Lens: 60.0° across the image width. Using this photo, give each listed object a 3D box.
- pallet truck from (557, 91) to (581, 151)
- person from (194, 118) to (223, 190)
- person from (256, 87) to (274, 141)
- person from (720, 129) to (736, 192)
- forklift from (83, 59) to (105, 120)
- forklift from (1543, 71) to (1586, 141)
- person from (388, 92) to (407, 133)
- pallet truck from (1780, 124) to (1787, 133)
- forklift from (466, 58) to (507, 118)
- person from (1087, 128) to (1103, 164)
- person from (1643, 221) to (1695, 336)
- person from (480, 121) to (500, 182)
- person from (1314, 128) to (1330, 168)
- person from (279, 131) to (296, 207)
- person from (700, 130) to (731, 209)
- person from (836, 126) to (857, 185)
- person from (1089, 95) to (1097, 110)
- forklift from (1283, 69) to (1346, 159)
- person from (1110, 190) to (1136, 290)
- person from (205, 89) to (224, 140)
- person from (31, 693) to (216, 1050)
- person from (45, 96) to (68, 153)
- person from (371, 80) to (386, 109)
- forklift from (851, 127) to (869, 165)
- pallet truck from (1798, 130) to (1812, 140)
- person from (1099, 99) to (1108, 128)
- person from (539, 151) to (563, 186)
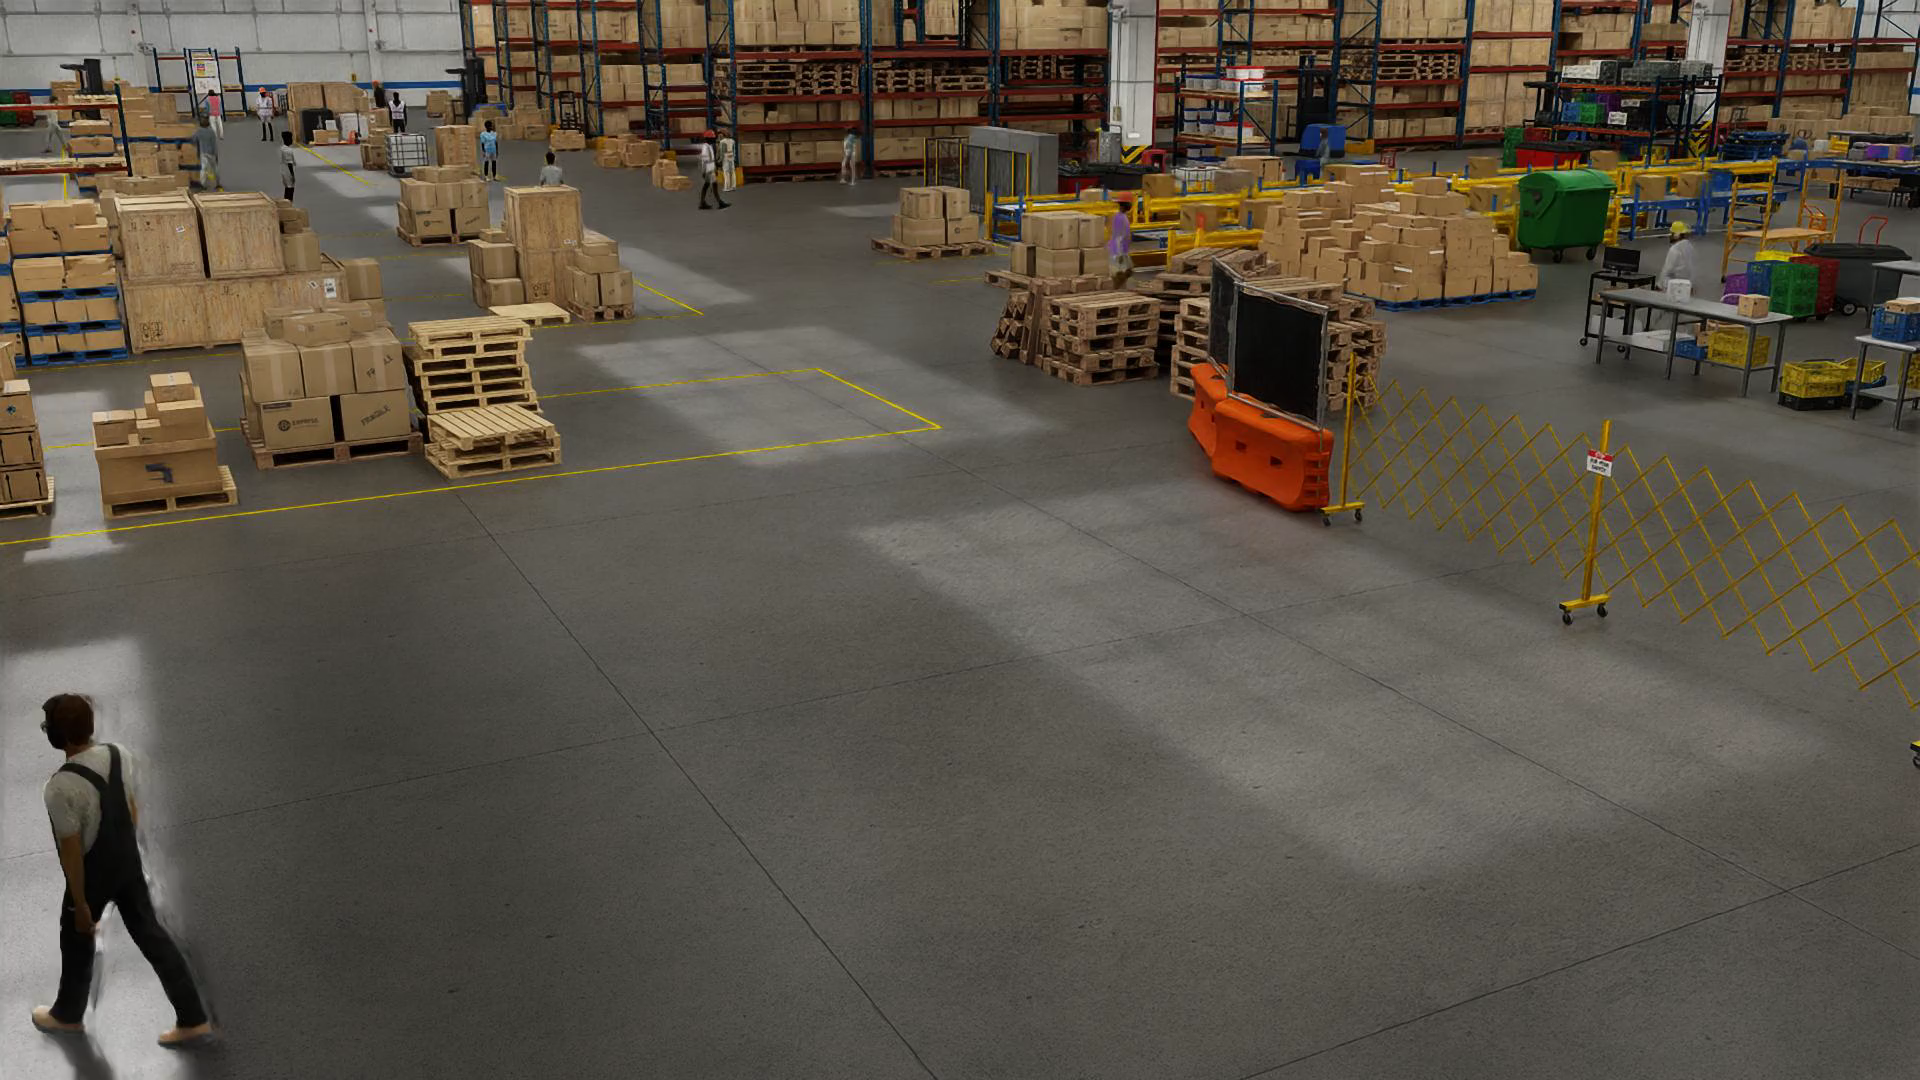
[{"bbox_3d":[-13.495,-14.412,57.188,0.823,1.965,1.885,-3,18,-9],"label":"pallet truck"},{"bbox_3d":[-20.331,-10.404,44.856,0.634,1.909,0.970,0,18,2],"label":"person"},{"bbox_3d":[-25.575,-15.669,61.202,0.552,1.935,0.360,-2,18,-5],"label":"person"},{"bbox_3d":[-6.206,-10.132,44.423,0.309,1.638,0.522,14,23,38],"label":"person"},{"bbox_3d":[-33.599,-17.300,64.770,1.873,2.768,1.129,-16,24,-41],"label":"forklift"},{"bbox_3d":[18.685,-13.231,52.085,1.873,2.768,1.129,-9,20,-26],"label":"forklift"},{"bbox_3d":[-19.692,-14.724,58.308,0.596,1.912,0.385,-4,18,-12],"label":"person"},{"bbox_3d":[25.206,-12.542,52.601,1.601,1.201,0.680,0,18,-2],"label":"pallet truck"},{"bbox_3d":[-18.924,-17.485,65.347,1.873,2.768,1.129,4,18,13],"label":"forklift"},{"bbox_3d":[3.605,-10.006,43.926,0.539,1.714,0.768,10,20,28],"label":"person"},{"bbox_3d":[10.475,-3.789,24.447,0.974,1.774,0.585,13,22,35],"label":"person"},{"bbox_3d":[-13.281,-10.980,46.988,0.322,1.691,0.533,15,23,39],"label":"person"},{"bbox_3d":[10.019,-10.544,45.801,0.904,1.579,0.517,3,18,8],"label":"person"},{"bbox_3d":[-15.940,-8.717,39.507,0.379,1.958,0.606,-12,21,-32],"label":"person"},{"bbox_3d":[-5.977,-9.010,40.495,0.902,1.900,0.574,1,18,3],"label":"person"},{"bbox_3d":[-3.159,-10.616,45.948,0.674,1.614,0.540,-9,20,-27],"label":"person"},{"bbox_3d":[5.048,-16.472,63.768,0.406,1.902,0.636,-1,18,-4],"label":"person"},{"bbox_3d":[11.615,-13.871,54.079,1.129,2.768,1.873,-9,20,-27],"label":"forklift"},{"bbox_3d":[2.647,-4.717,27.091,0.397,1.923,0.548,6,19,17],"label":"person"},{"bbox_3d":[-27.591,-15.722,61.525,0.429,1.843,0.628,14,23,38],"label":"person"},{"bbox_3d":[-3.980,1.550,7.760,0.981,1.798,0.530,5,19,16],"label":"person"},{"bbox_3d":[-30.783,-14.132,56.505,0.706,1.927,0.673,-9,20,-26],"label":"person"},{"bbox_3d":[-23.276,-17.372,66.504,0.948,1.935,0.676,6,19,19],"label":"person"},{"bbox_3d":[-3.174,-12.952,51.214,1.873,2.768,1.129,-9,20,-26],"label":"forklift"},{"bbox_3d":[25.526,-11.556,49.408,1.630,1.274,0.653,-9,20,-26],"label":"pallet truck"},{"bbox_3d":[5.692,-16.610,64.695,0.497,1.596,0.837,-10,20,-28],"label":"person"},{"bbox_3d":[-8.604,-7.289,35.219,0.516,1.855,0.602,-7,19,-22],"label":"person"}]
